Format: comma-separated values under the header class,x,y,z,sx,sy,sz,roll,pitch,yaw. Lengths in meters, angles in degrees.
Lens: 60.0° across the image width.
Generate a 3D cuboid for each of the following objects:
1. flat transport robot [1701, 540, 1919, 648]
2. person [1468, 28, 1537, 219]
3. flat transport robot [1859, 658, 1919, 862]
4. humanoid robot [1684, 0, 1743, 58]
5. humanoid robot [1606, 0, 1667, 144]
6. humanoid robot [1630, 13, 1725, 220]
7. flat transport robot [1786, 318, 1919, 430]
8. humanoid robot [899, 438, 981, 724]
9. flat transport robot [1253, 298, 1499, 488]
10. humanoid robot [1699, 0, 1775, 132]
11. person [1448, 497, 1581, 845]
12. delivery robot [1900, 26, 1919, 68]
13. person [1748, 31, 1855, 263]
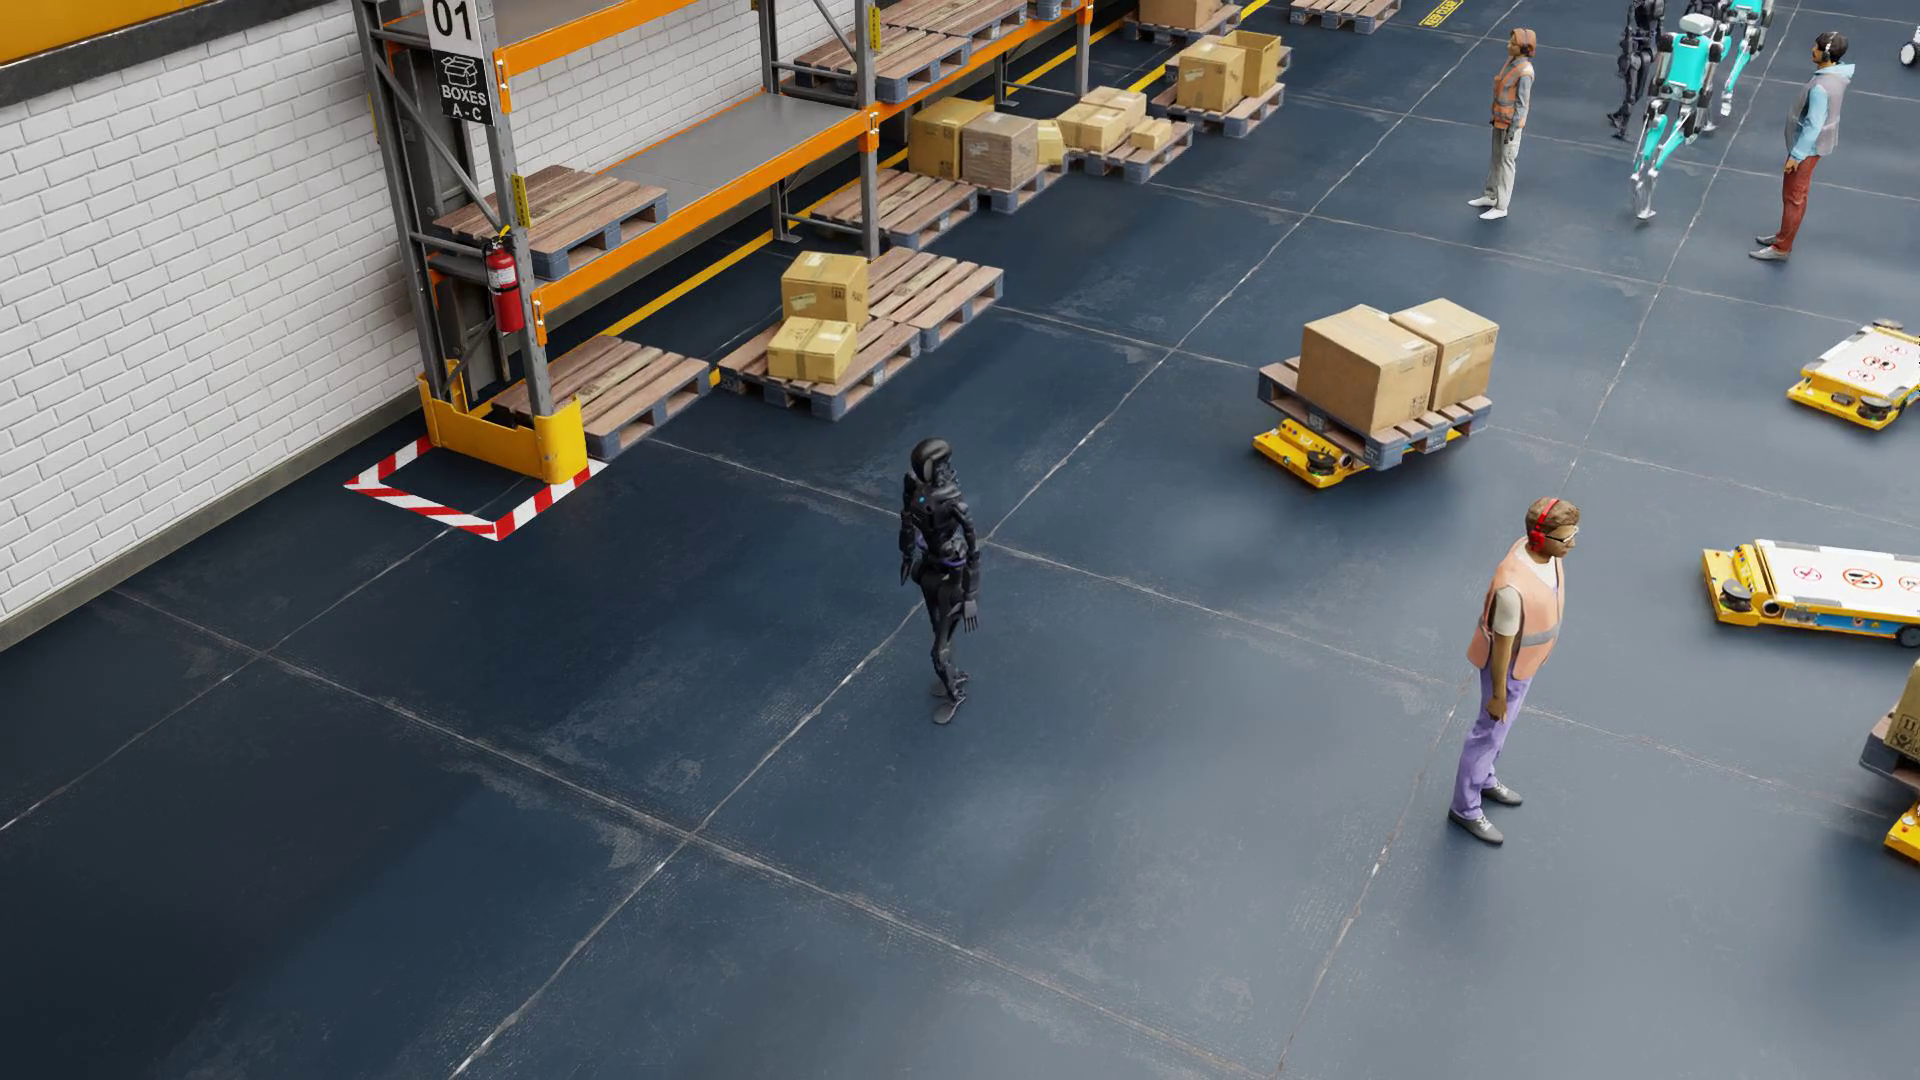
class,x,y,z,sx,sy,sz,roll,pitch,yaw
flat transport robot,5.134,0.311,9.677,1.431,0.231,0.659,7,34,10
person,4.713,-3.588,14.329,0.306,1.644,0.513,-1,33,-1
flat transport robot,5.210,1.266,8.233,1.431,0.231,0.659,-28,43,-35
humanoid robot,7.907,-5.603,17.357,0.593,1.640,0.596,17,37,24
humanoid robot,6.590,-4.729,16.060,0.591,1.651,0.559,-21,39,-28
humanoid robot,5.960,-3.497,14.127,0.814,1.798,0.539,-29,43,-36
flat transport robot,6.611,-1.203,11.968,1.431,0.231,0.659,-26,42,-34
humanoid robot,-0.093,0.173,8.609,0.450,1.642,0.609,-26,42,-34
flat transport robot,2.751,-0.758,11.294,1.431,0.231,0.659,-20,38,-27
humanoid robot,7.457,-4.790,16.065,0.543,1.709,1.004,20,39,28
person,2.589,0.585,7.833,0.378,1.844,0.568,19,38,26
delivery robot,10.592,-5.293,17.878,0.499,0.575,0.759,-5,34,-8
person,6.867,-3.175,13.490,0.412,1.880,0.533,20,38,27
